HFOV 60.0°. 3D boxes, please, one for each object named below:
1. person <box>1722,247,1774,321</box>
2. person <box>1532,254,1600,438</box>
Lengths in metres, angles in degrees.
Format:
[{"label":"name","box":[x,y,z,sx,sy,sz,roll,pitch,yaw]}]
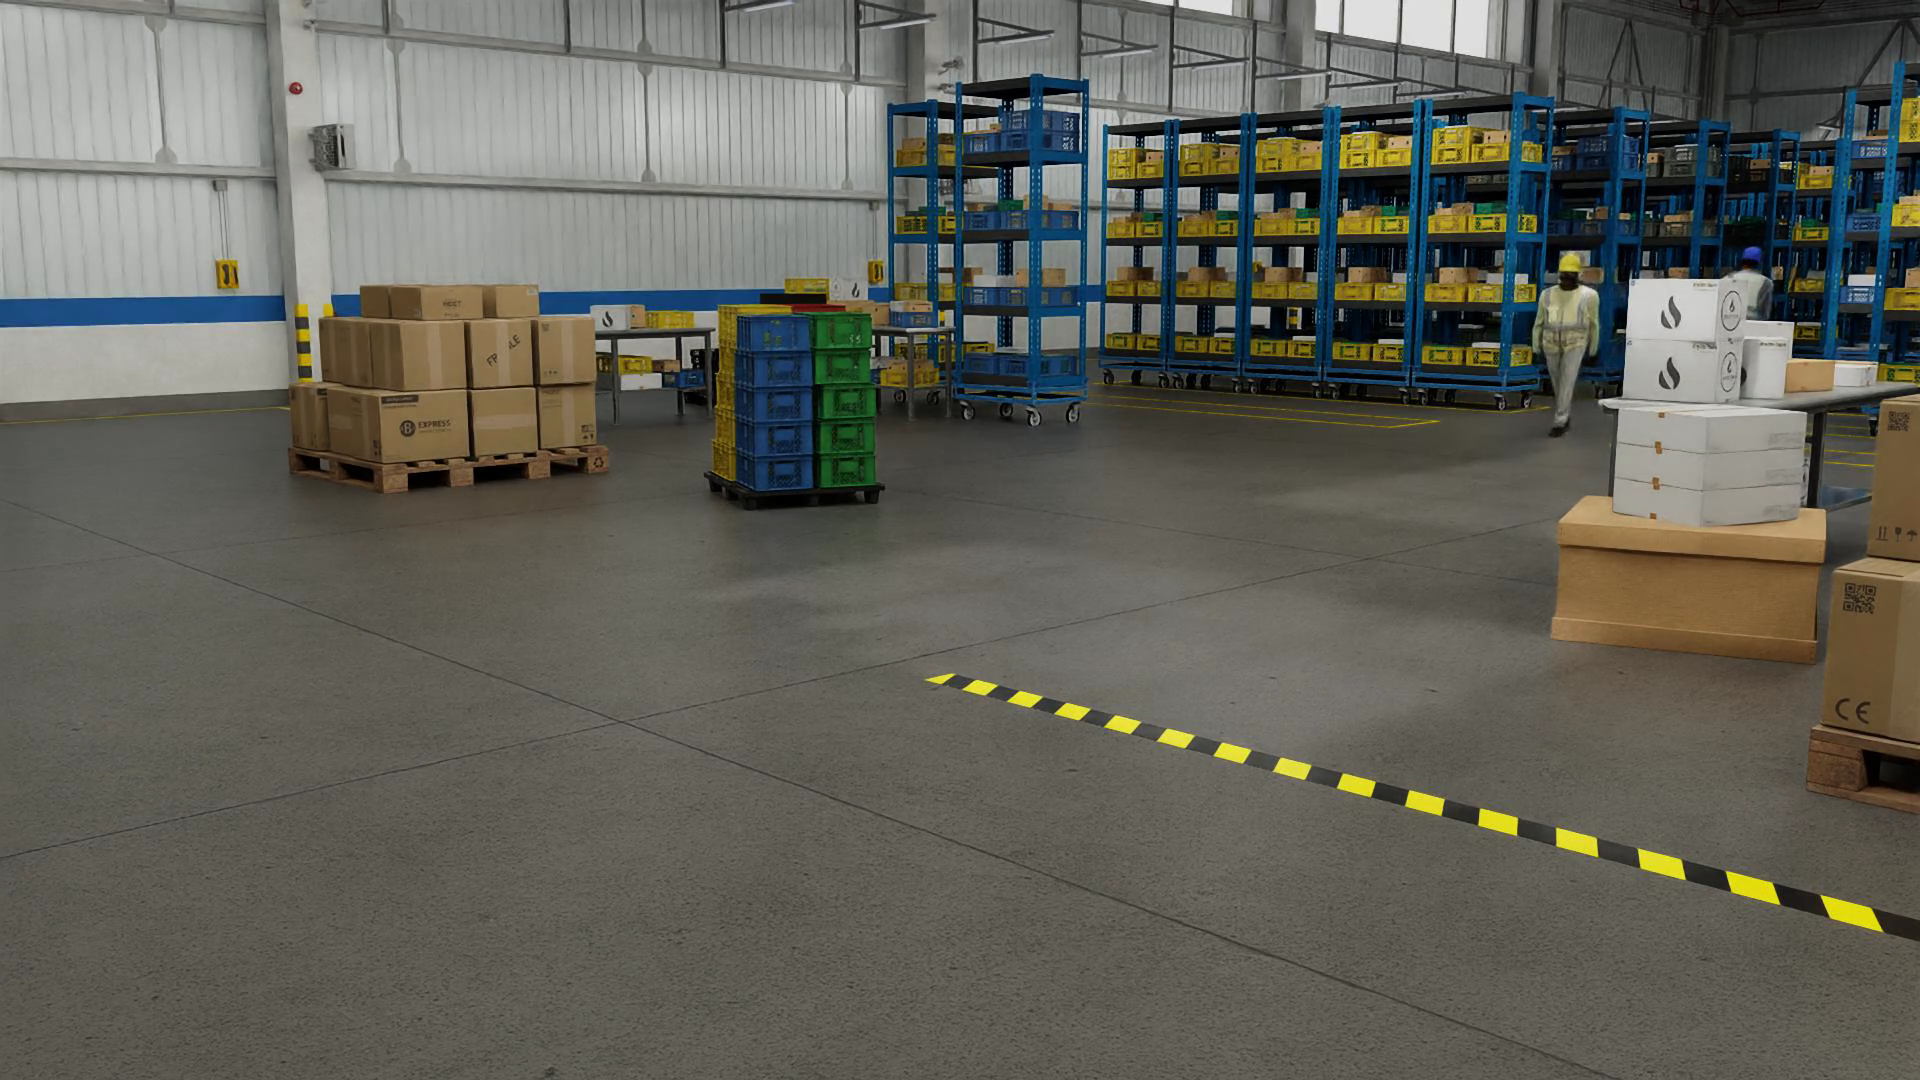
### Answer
[{"label":"person","box":[8.957,-2.409,19.084,0.613,1.894,0.951,4,10,25]},{"label":"person","box":[6.008,-1.931,16.493,0.597,1.796,0.923,7,12,35]}]
